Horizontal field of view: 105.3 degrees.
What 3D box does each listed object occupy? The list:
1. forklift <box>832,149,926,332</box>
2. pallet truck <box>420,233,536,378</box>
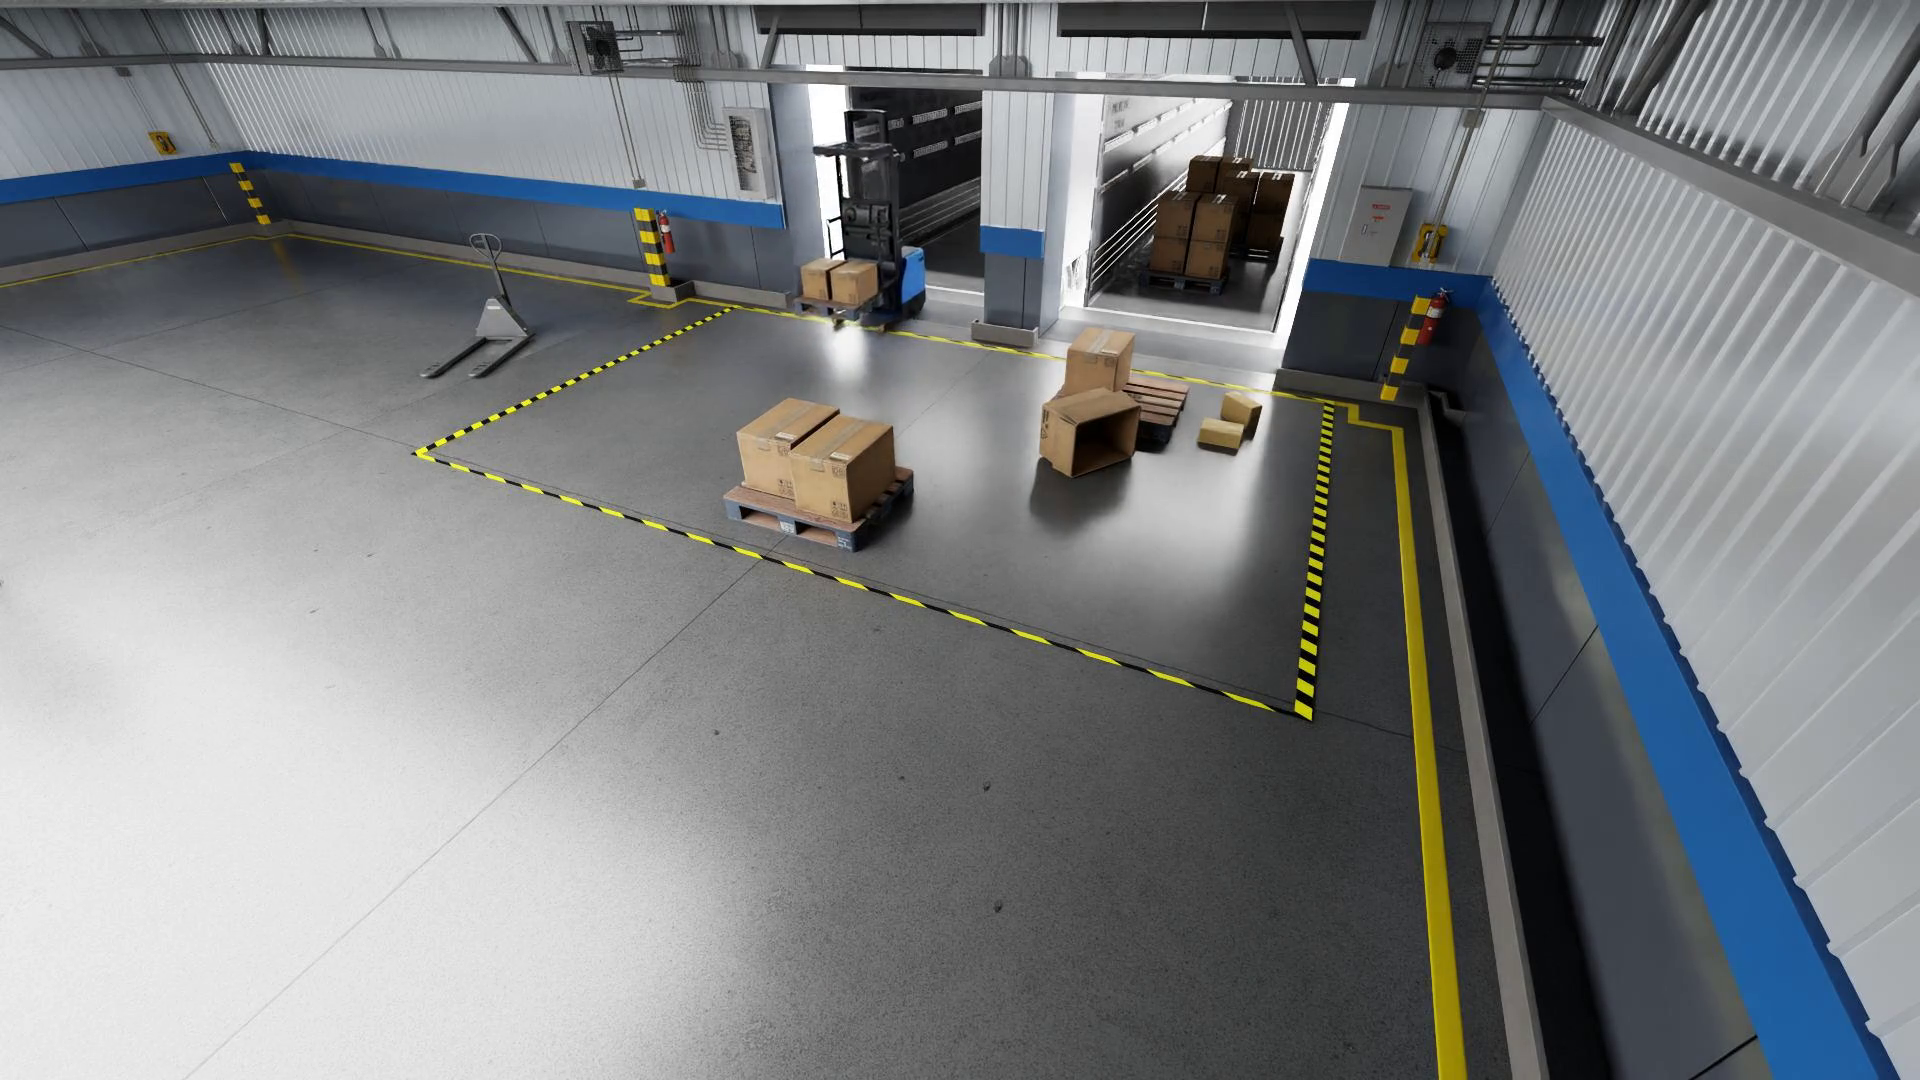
[{"bbox_3d":[-0.969,-3.986,9.525,0.716,2.013,0.776,14,38,19],"label":"forklift"},{"bbox_3d":[-5.664,-2.712,8.427,0.680,1.201,1.601,0,35,-1],"label":"pallet truck"}]
